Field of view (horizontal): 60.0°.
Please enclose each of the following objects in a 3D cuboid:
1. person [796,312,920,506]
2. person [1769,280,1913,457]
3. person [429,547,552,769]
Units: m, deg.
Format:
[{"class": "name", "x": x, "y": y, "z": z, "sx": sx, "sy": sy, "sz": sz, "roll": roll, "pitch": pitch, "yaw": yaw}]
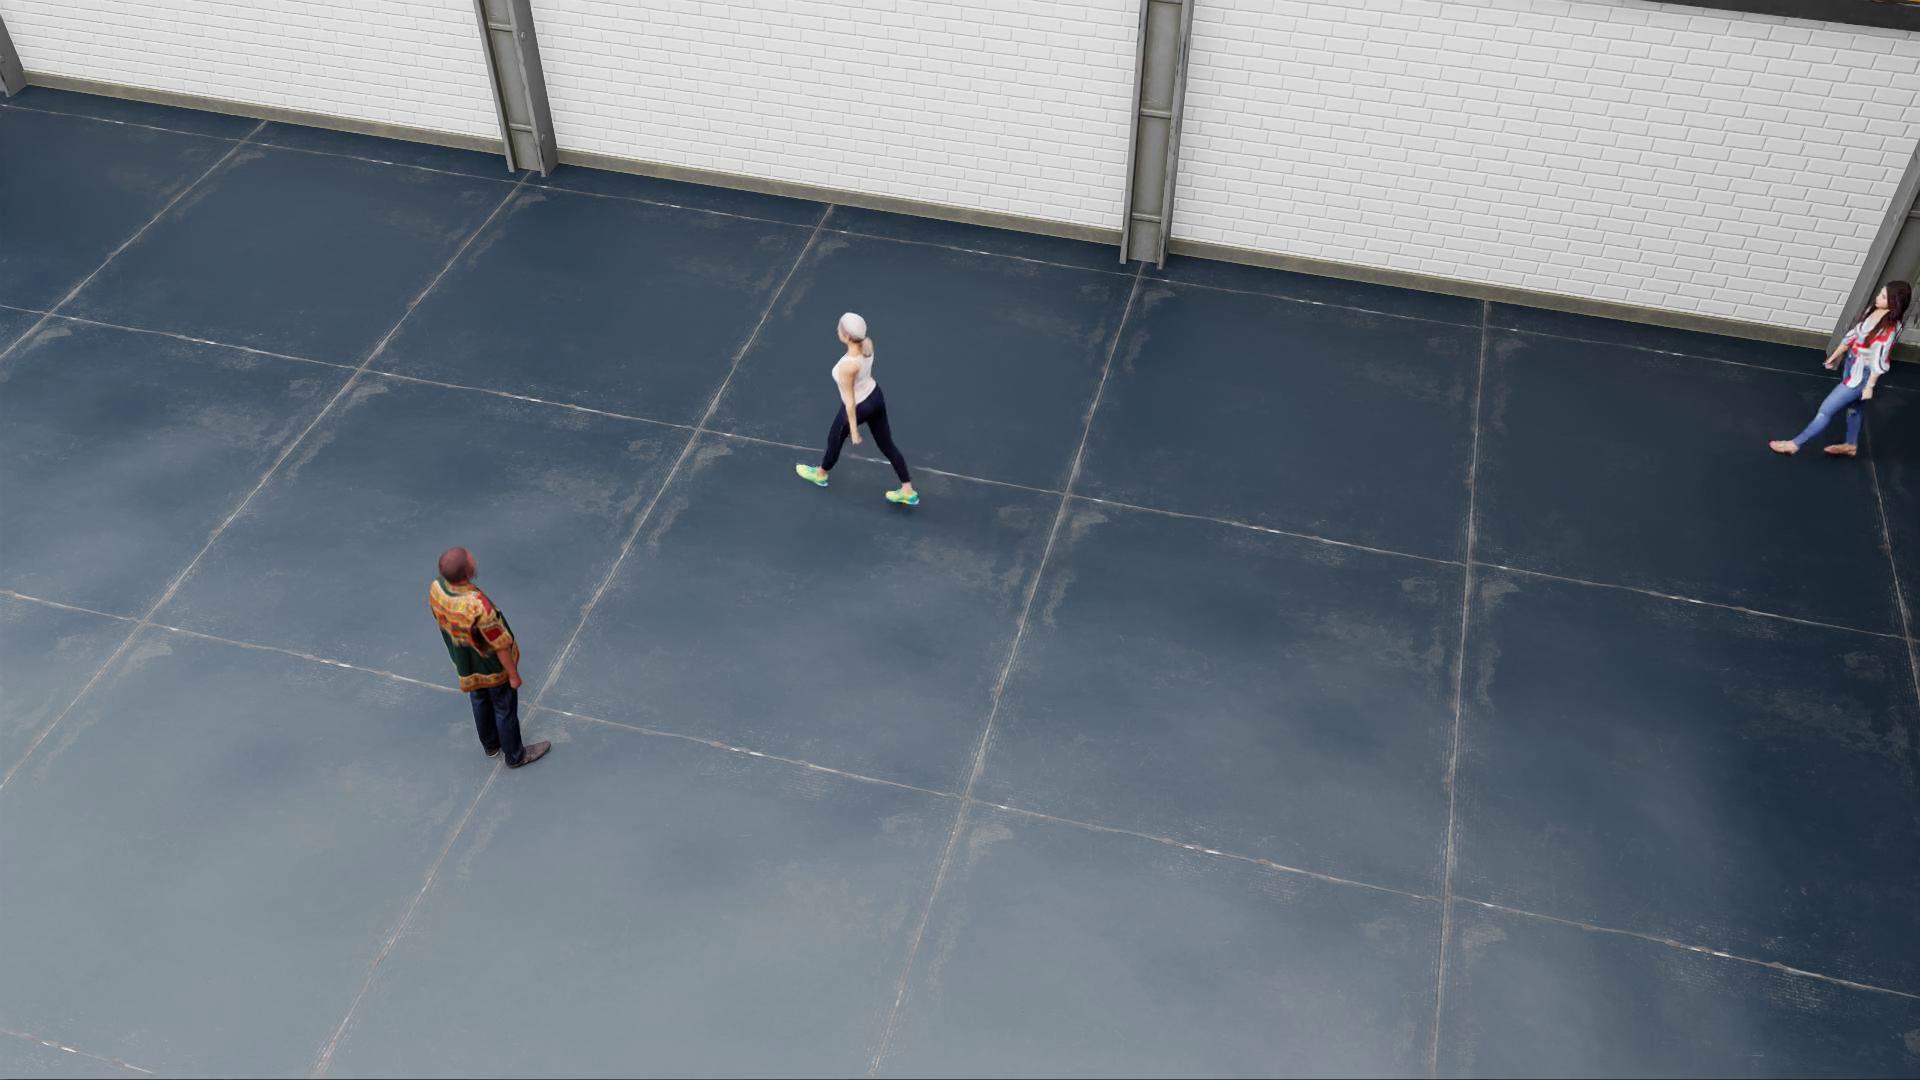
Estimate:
[{"class": "person", "x": -0.625, "y": -0.899, "z": 12.076, "sx": 1.270, "sy": 1.645, "sz": 0.794, "roll": 20, "pitch": 47, "yaw": 19}, {"class": "person", "x": 6.841, "y": -1.247, "z": 12.482, "sx": 0.944, "sy": 1.589, "sz": 0.684, "roll": 5, "pitch": 44, "yaw": 6}, {"class": "person", "x": -2.942, "y": 0.727, "z": 10.252, "sx": 0.733, "sy": 1.807, "sz": 0.856, "roll": 27, "pitch": 50, "yaw": 25}]
